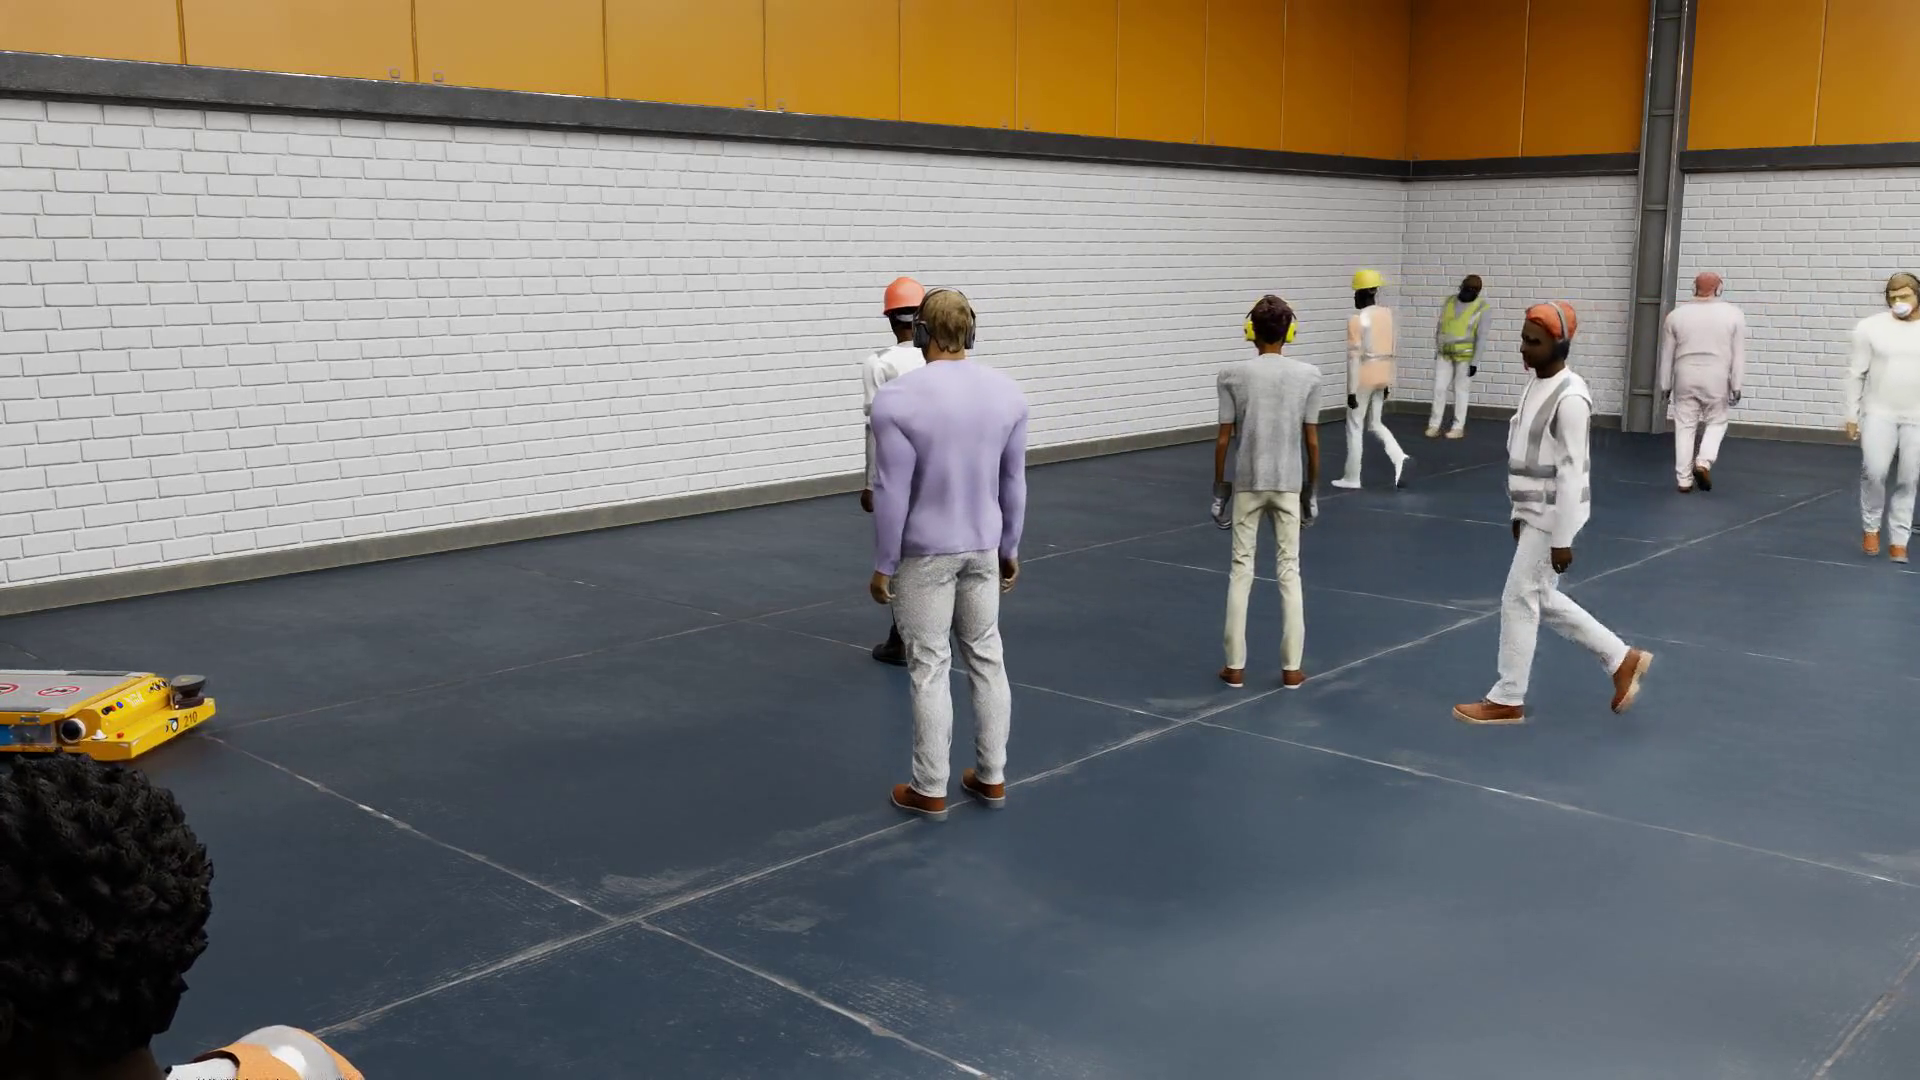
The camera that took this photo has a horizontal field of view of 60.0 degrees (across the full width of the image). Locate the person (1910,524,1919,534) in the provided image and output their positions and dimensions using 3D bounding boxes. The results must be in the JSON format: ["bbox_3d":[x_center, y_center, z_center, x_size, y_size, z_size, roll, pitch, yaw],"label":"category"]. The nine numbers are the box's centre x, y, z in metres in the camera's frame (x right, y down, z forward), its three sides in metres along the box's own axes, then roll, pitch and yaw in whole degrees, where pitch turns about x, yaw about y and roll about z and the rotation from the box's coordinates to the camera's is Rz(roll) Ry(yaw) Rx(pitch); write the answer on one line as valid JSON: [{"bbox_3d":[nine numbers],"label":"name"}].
[{"bbox_3d":[7.109,-0.913,11.902,0.403,1.826,0.591,-2,10,-11],"label":"person"}]

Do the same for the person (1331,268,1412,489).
[{"bbox_3d":[3.518,-1.355,14.168,0.604,1.911,0.684,-7,12,-35],"label":"person"}]

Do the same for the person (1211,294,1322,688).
[{"bbox_3d":[1.449,-0.225,7.890,0.507,1.860,0.348,1,10,5],"label":"person"}]

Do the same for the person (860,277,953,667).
[{"bbox_3d":[-0.250,-0.334,8.301,0.542,1.930,0.374,-5,11,-27],"label":"person"}]

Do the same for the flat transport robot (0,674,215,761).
[{"bbox_3d":[-3.996,0.722,7.004,1.431,0.197,0.652,1,10,4],"label":"flat transport robot"}]

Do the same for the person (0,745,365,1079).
[{"bbox_3d":[-0.675,0.999,1.403,0.318,1.695,0.534,3,10,17],"label":"person"}]

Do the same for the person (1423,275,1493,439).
[{"bbox_3d":[5.388,-1.968,17.999,0.702,1.792,0.587,9,14,43],"label":"person"}]

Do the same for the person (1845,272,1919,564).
[{"bbox_3d":[6.198,-0.796,10.961,0.652,1.920,0.417,3,11,19],"label":"person"}]

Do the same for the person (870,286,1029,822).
[{"bbox_3d":[-0.042,0.054,6.065,0.635,1.937,0.352,-6,12,-30],"label":"person"}]

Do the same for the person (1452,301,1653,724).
[{"bbox_3d":[2.587,-0.091,7.116,0.762,1.859,0.606,1,10,7],"label":"person"}]

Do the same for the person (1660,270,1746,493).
[{"bbox_3d":[6.258,-1.327,14.046,0.663,1.890,0.420,6,12,32],"label":"person"}]
